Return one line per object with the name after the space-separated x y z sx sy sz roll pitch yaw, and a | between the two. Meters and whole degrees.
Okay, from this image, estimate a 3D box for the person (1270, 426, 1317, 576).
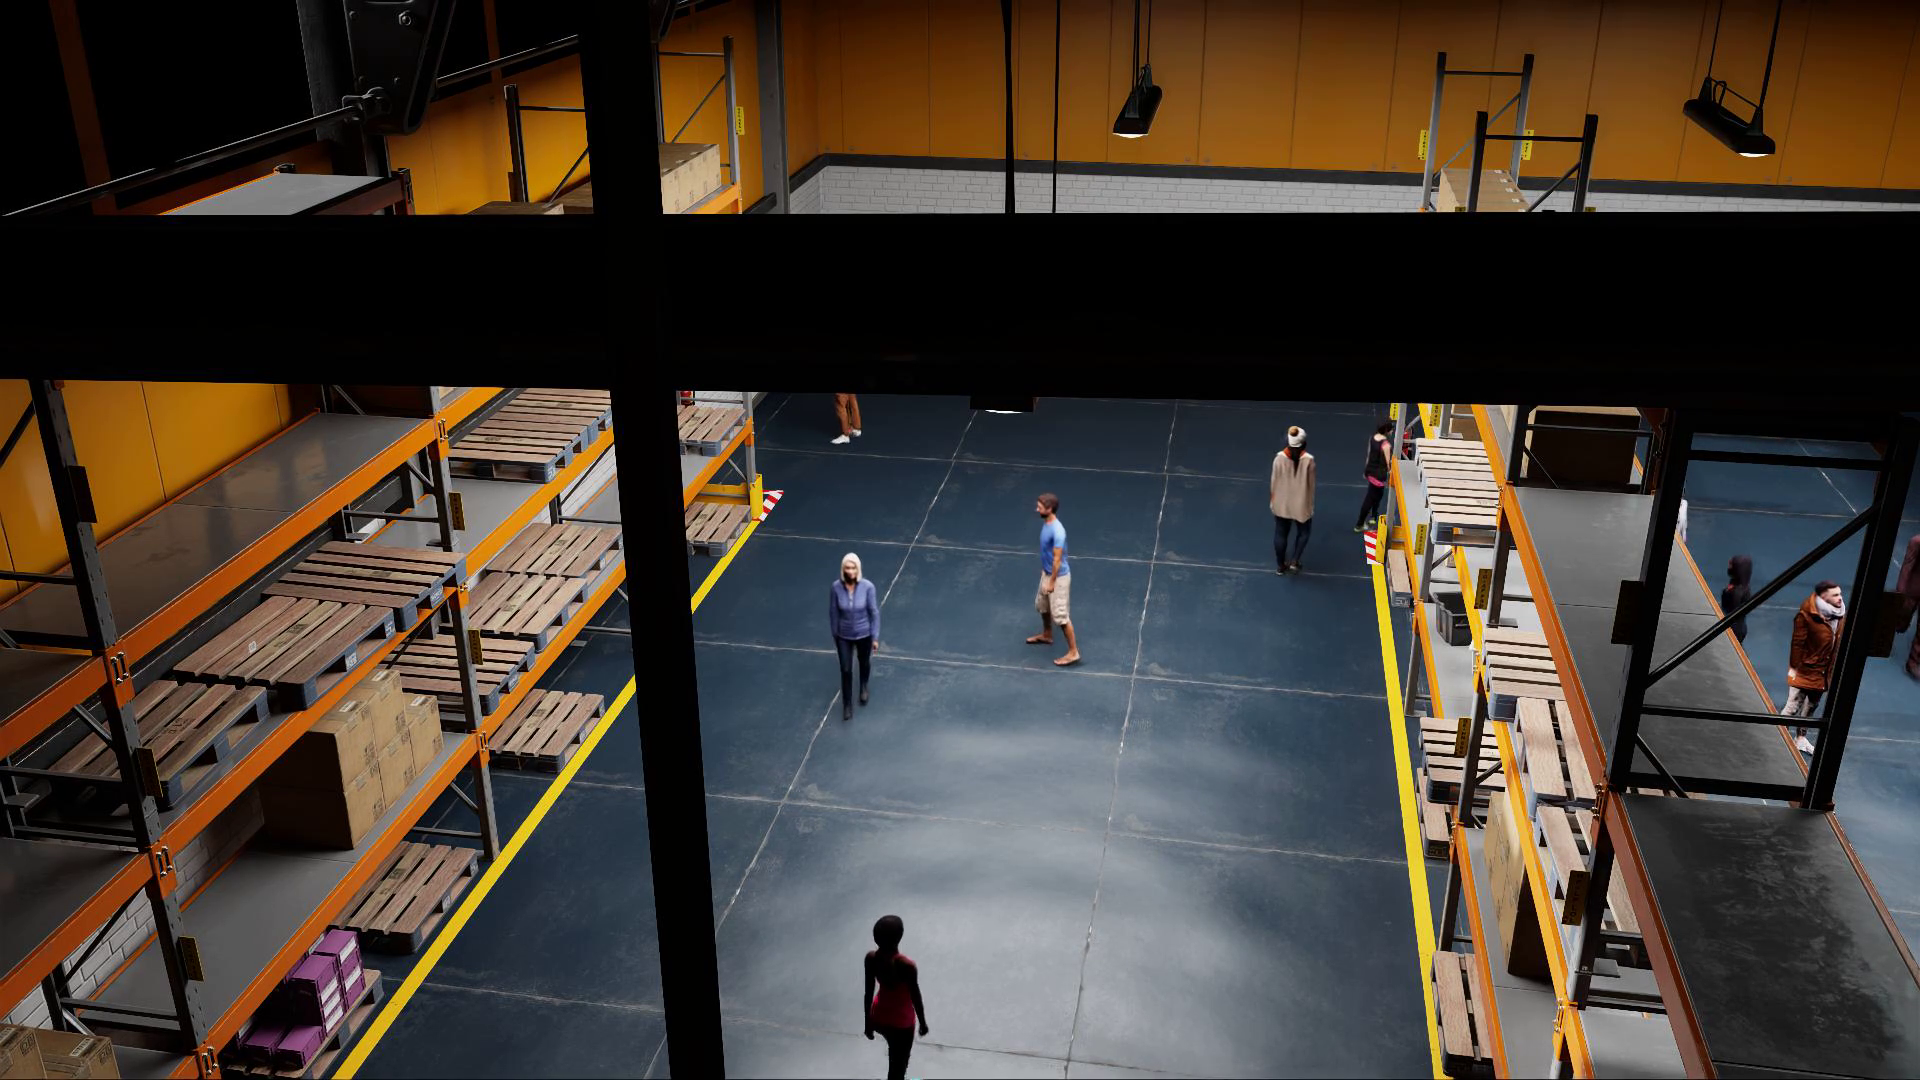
3.894 -0.444 19.602 0.777 1.882 0.746 11 26 24 | person

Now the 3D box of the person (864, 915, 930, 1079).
-0.488 3.330 11.207 0.831 1.691 1.172 14 27 29 | person

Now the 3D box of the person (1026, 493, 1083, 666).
0.999 0.364 17.795 1.023 1.848 0.842 -5 24 -12 | person

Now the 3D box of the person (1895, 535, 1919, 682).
10.052 0.512 17.465 0.819 1.842 1.123 0 24 0 | person

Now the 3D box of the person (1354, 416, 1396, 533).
5.160 -0.805 20.869 0.804 1.529 0.803 -7 25 -16 | person

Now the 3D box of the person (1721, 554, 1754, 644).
7.774 0.953 16.627 0.842 1.704 0.673 6 24 13 | person

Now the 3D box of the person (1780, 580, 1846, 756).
8.108 1.223 15.844 0.844 1.838 0.879 -9 25 -19 | person

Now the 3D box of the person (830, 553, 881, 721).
-1.043 0.909 16.738 0.791 1.696 1.138 0 24 -1 | person
